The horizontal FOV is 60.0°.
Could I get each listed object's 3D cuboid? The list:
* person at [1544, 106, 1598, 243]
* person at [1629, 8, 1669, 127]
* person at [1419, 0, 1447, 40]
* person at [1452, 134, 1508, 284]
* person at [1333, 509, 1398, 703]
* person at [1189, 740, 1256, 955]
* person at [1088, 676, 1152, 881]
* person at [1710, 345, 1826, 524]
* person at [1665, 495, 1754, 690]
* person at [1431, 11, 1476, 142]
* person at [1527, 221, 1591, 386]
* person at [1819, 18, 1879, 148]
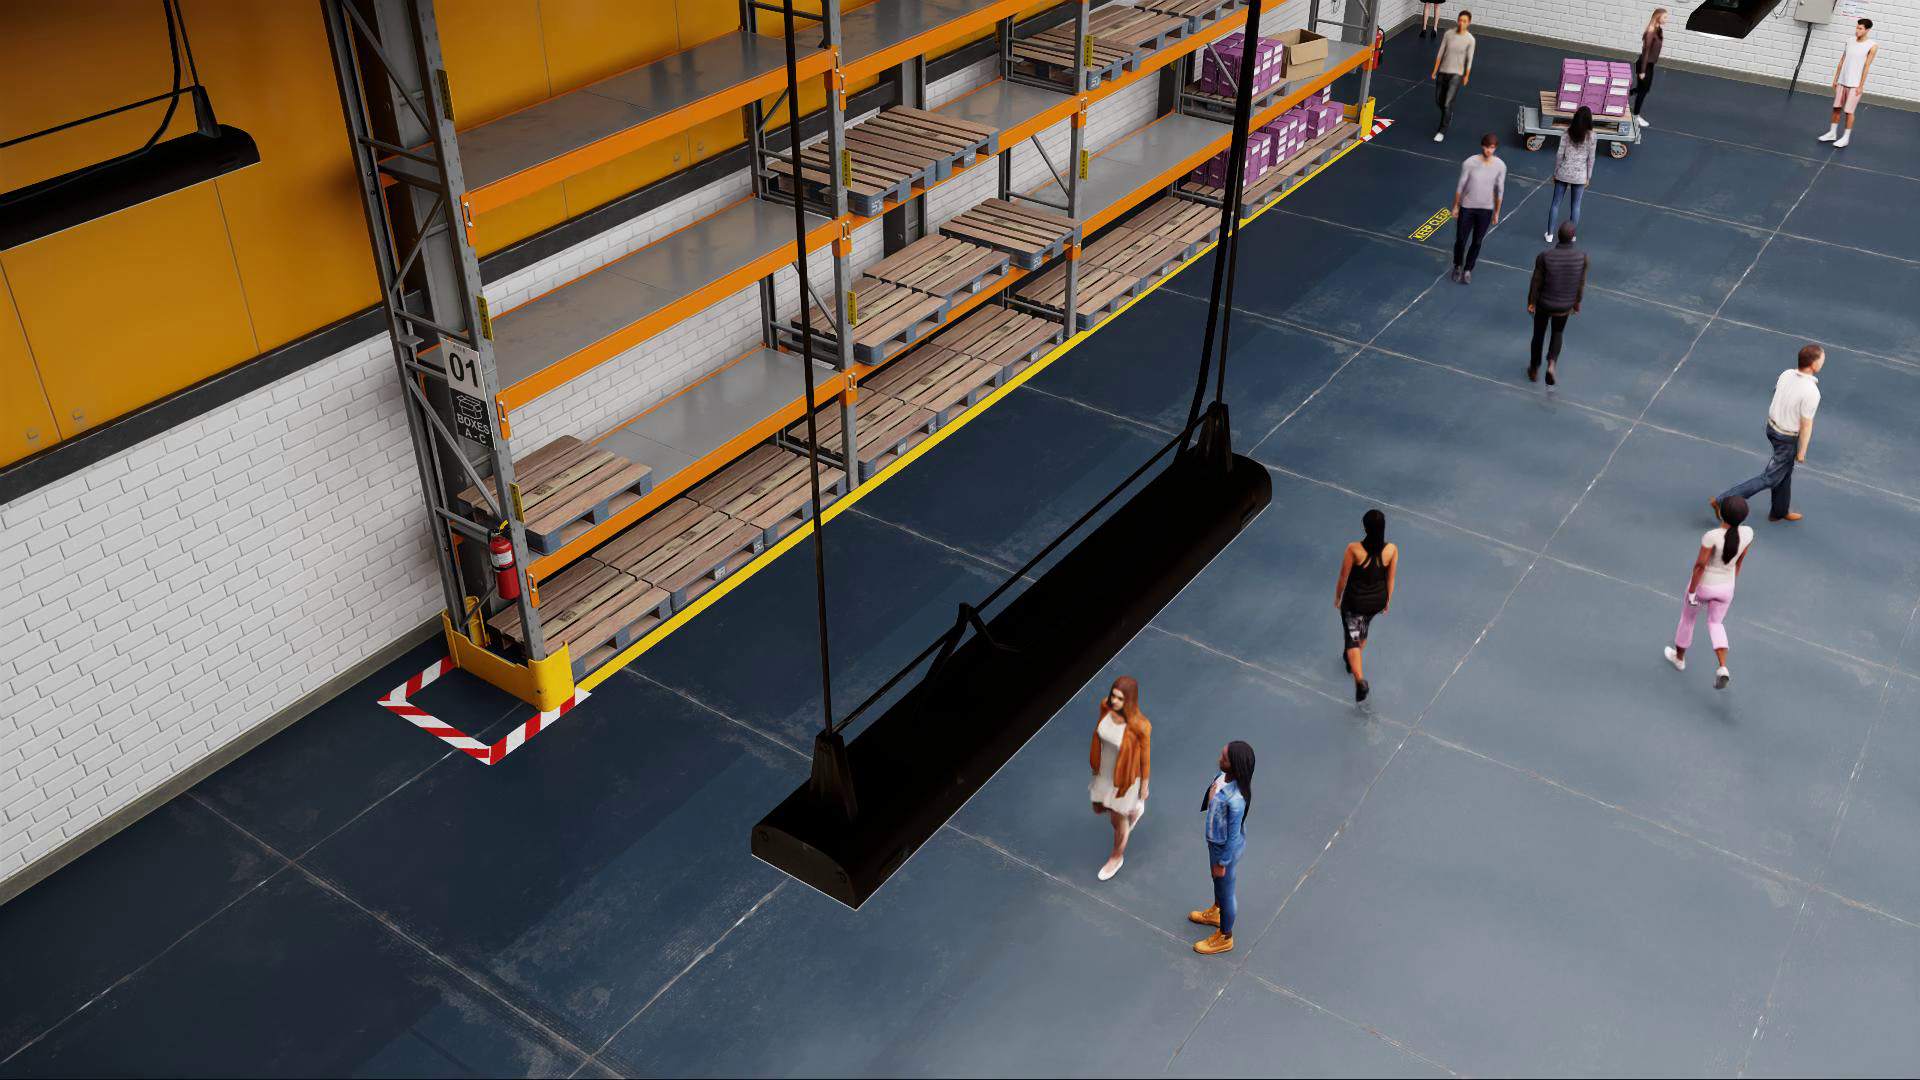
[{"bbox_3d":[7.571,-4.523,20.605,0.651,1.732,0.595,13,36,18],"label":"person"},{"bbox_3d":[9.913,-6.904,24.222,0.714,1.691,0.809,25,41,33],"label":"person"},{"bbox_3d":[7.921,-9.262,27.720,0.686,1.747,0.701,5,34,8],"label":"person"},{"bbox_3d":[6.093,-3.940,19.636,0.789,1.833,0.781,6,34,9],"label":"person"},{"bbox_3d":[3.190,0.513,13.108,0.973,1.643,1.093,-1,34,-2],"label":"person"},{"bbox_3d":[1.733,1.980,10.837,0.737,1.713,0.631,1,34,2],"label":"person"},{"bbox_3d":[1.148,1.568,11.461,0.868,1.710,0.712,-27,42,-34],"label":"person"},{"bbox_3d":[7.387,-0.918,15.096,1.186,1.826,1.215,-1,34,-2],"label":"person"},{"bbox_3d":[5.994,0.439,13.148,0.928,1.722,1.042,-3,34,-4],"label":"person"},{"bbox_3d":[7.041,-6.685,23.807,0.684,1.787,1.054,23,40,30],"label":"person"},{"bbox_3d":[6.211,-2.426,17.366,0.914,1.823,1.024,6,34,9],"label":"person"},{"bbox_3d":[12.611,-6.475,23.499,0.745,1.778,0.737,-14,36,-20],"label":"person"}]
